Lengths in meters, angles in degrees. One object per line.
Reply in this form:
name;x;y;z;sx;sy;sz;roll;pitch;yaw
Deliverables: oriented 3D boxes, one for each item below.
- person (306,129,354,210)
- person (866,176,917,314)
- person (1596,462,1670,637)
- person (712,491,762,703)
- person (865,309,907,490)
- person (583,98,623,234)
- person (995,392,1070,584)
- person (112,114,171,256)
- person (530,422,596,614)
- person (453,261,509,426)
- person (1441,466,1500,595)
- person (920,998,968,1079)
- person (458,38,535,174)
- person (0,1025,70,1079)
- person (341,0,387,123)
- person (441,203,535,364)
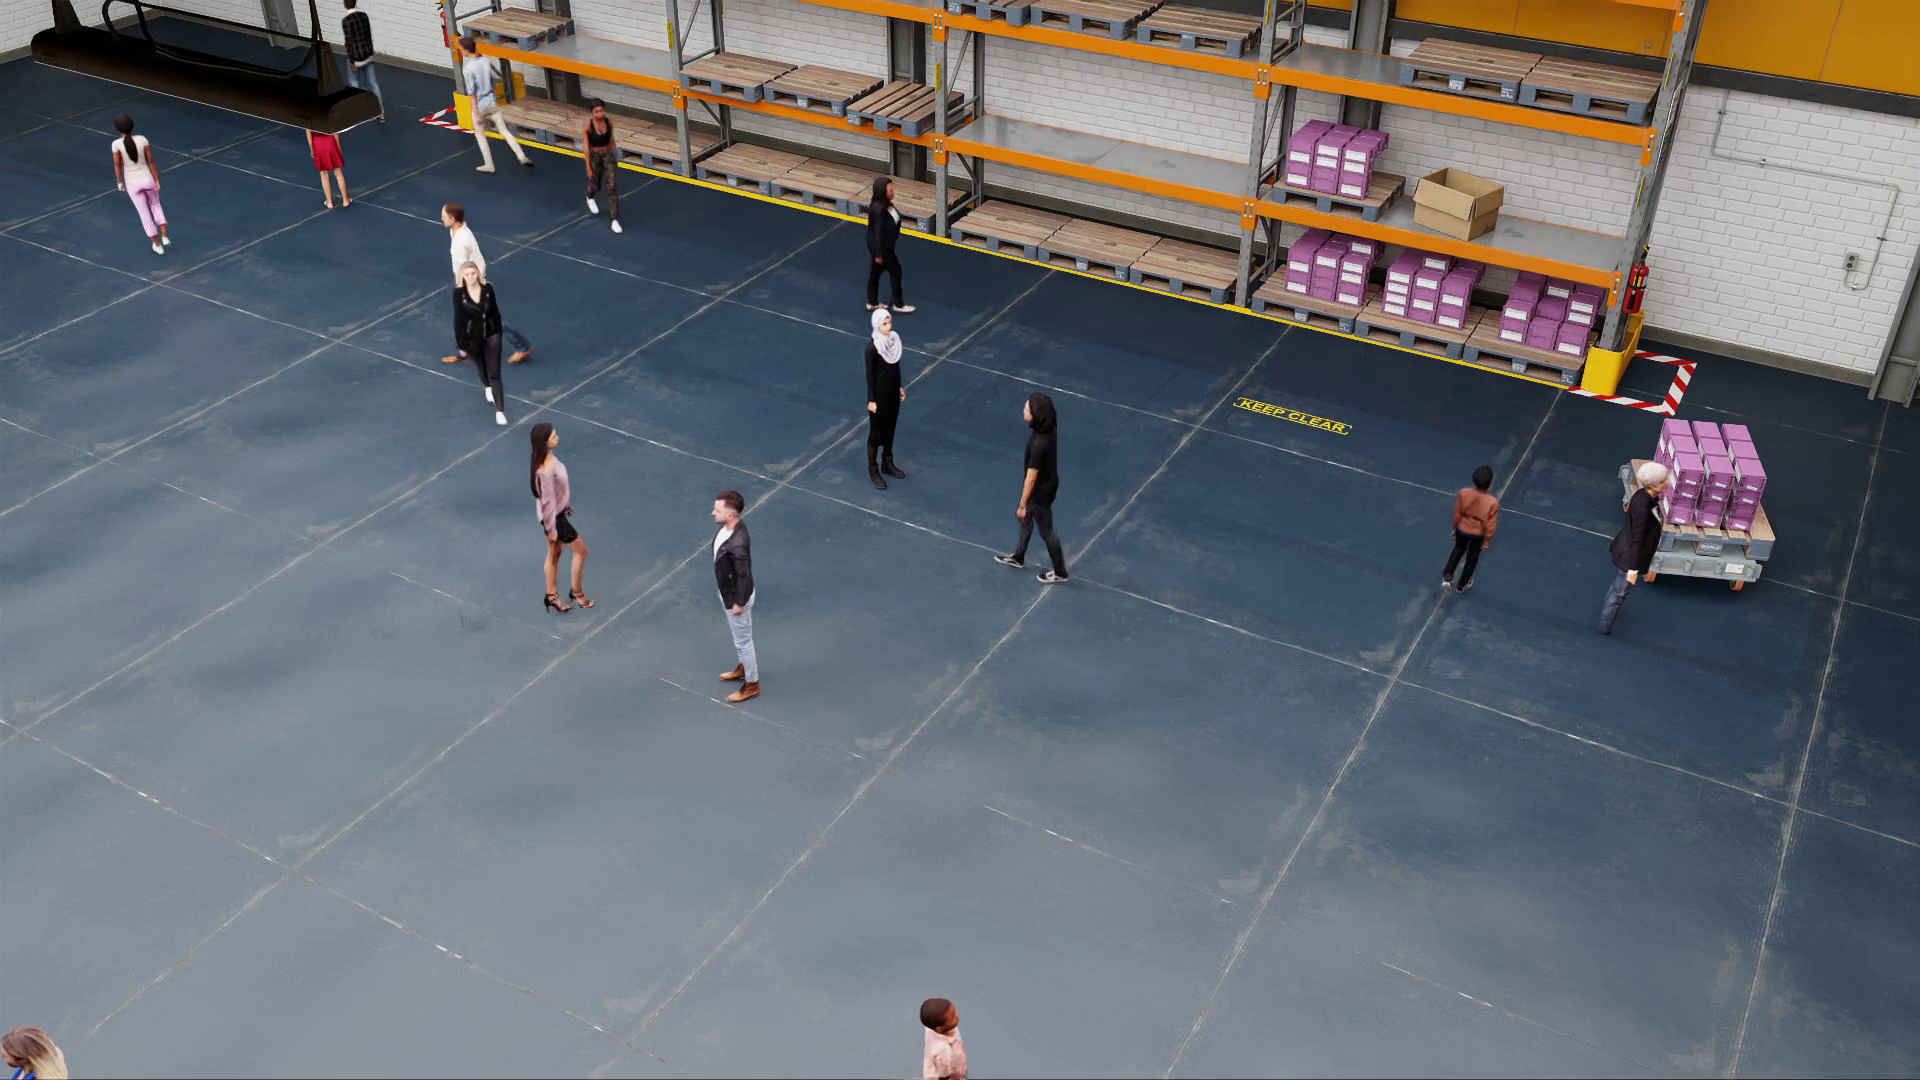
person;-8.100;-5.002;21.219;0.681;1.553;0.741;-11;35;-16
person;-0.952;-3.277;18.581;0.953;1.599;0.867;0;34;-1
person;5.504;0.161;13.649;0.588;1.778;0.731;16;37;23
person;-1.713;0.408;12.822;0.786;1.837;0.724;-9;35;-13
person;-0.713;-1.339;15.504;0.585;1.779;0.643;25;41;33
person;-4.488;-4.700;20.673;1.002;1.654;1.220;-17;37;-23
person;0.772;-0.418;14.083;1.001;1.818;0.808;9;35;14
person;-9.787;-4.228;19.892;0.687;1.733;0.708;-23;40;-31
person;-3.427;-0.143;13.691;0.853;1.795;0.793;-9;35;-13
person;-4.816;-2.030;16.678;1.085;1.630;1.223;-12;36;-18
person;4.297;-0.055;14.051;0.615;1.249;0.627;24;40;31
person;-0.155;3.043;9.350;0.912;1.293;0.817;-6;34;-8
person;-6.249;-5.734;22.078;0.936;1.820;0.723;20;39;27
person;-4.709;3.167;8.796;0.767;1.700;0.684;-12;35;-17
person;-8.502;-6.867;23.813;1.035;1.787;0.760;23;40;30
person;-4.996;-2.652;17.448;1.263;1.813;1.186;-8;34;-11
